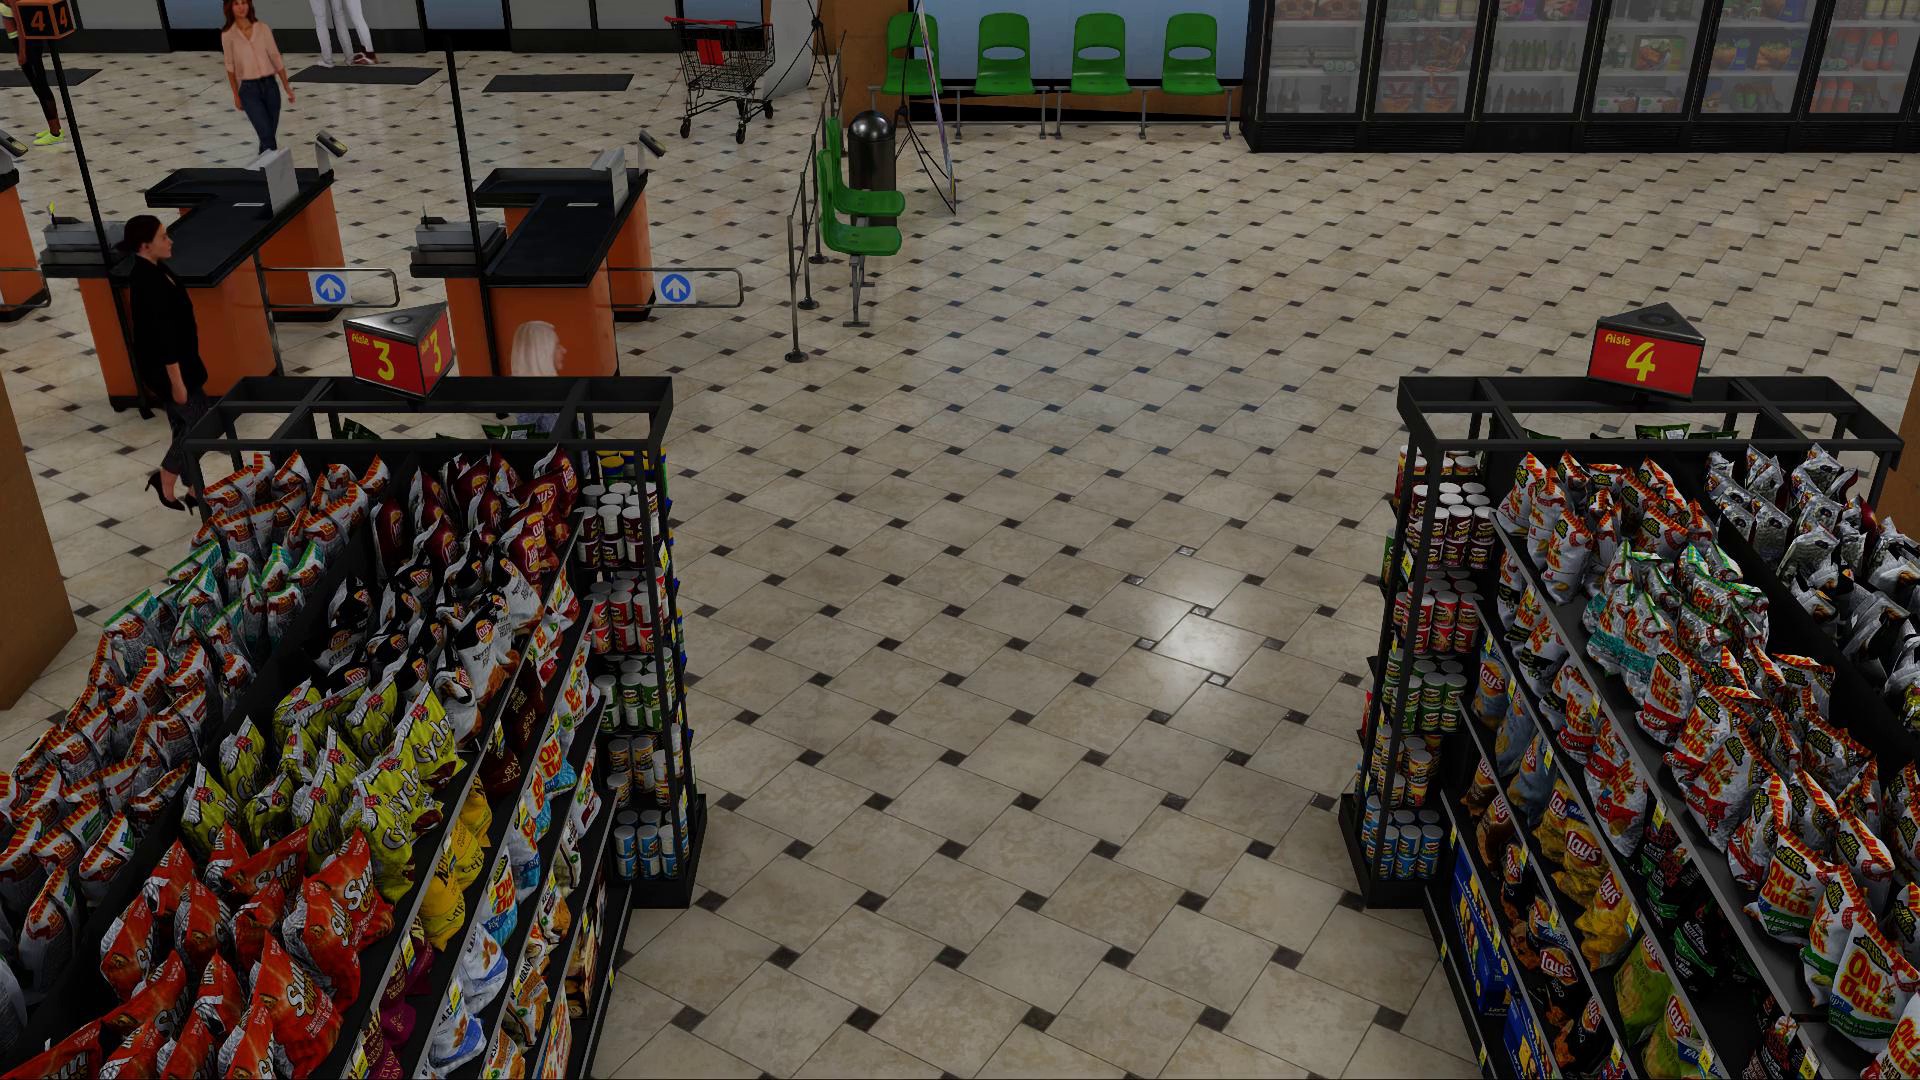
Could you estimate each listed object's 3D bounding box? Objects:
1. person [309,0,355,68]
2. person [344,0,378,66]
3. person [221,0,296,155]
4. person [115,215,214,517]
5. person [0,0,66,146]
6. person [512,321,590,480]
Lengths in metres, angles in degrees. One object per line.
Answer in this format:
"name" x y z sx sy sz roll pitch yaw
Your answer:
"person" -7.082 -6.226 18.482 0.743 1.889 0.778 -21 35 -33
"person" -6.859 -6.242 18.686 0.725 1.720 0.600 -13 31 -22
"person" -5.991 -3.799 14.188 1.066 1.743 1.187 -21 35 -33
"person" -4.288 -0.878 8.873 0.845 1.709 0.766 -14 31 -23
"person" -8.803 -4.646 15.726 0.686 1.754 0.556 -10 30 -18
"person" -1.849 -0.178 7.579 0.728 1.720 0.629 -18 34 -30
